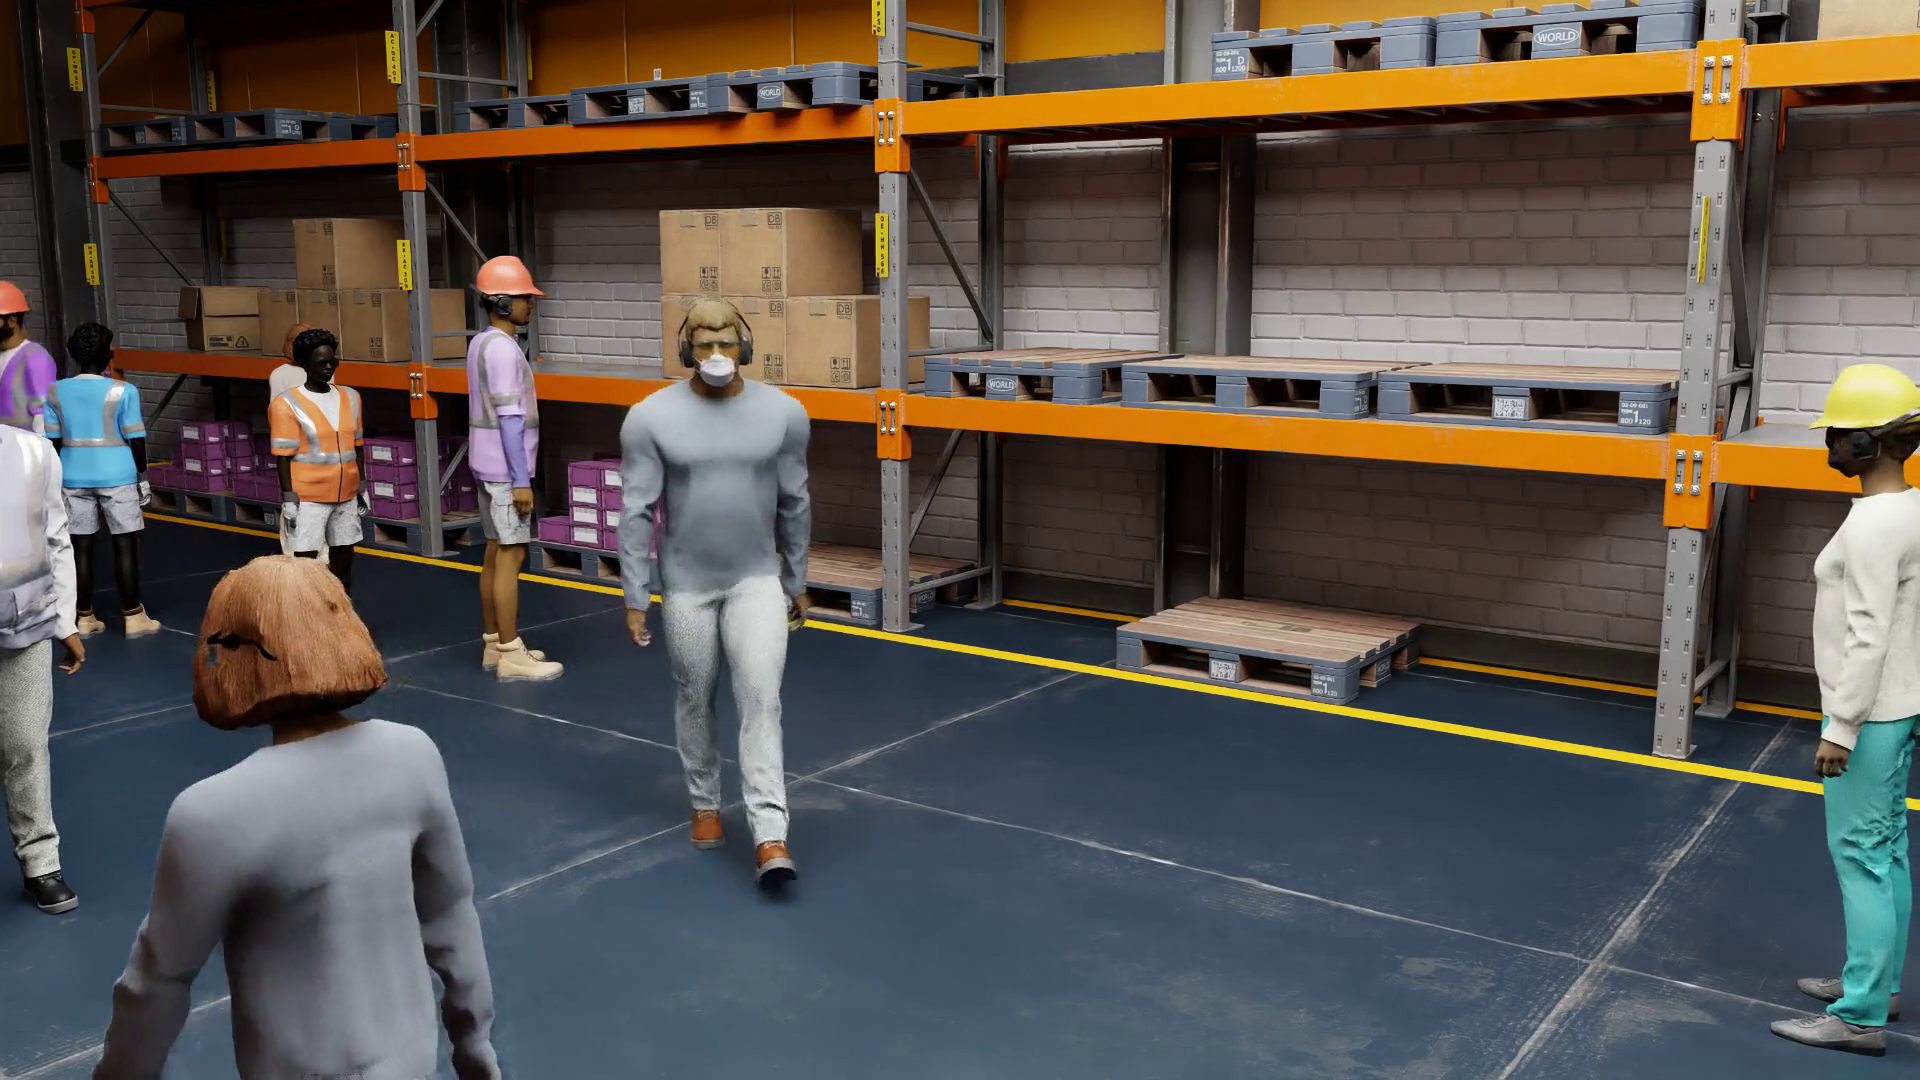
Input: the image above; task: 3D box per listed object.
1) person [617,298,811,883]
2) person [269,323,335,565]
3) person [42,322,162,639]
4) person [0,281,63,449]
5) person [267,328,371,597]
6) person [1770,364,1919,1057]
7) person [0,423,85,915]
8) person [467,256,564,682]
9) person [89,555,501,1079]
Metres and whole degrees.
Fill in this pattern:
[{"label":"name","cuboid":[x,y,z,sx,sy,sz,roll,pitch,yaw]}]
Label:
[{"label":"person","cuboid":[-0.783,0.174,5.439,0.646,1.892,0.952,-2,10,-11]},{"label":"person","cuboid":[-4.249,-0.594,10.826,0.284,1.625,0.492,5,11,27]},{"label":"person","cuboid":[-4.595,-0.309,8.900,0.541,1.695,0.316,0,10,0]},{"label":"person","cuboid":[-5.045,-0.426,8.942,0.563,1.916,0.425,7,12,34]},{"label":"person","cuboid":[-3.225,-0.222,8.419,0.322,1.690,0.537,6,11,31]},{"label":"person","cuboid":[2.305,0.433,4.285,0.328,1.765,0.532,8,12,38]},{"label":"person","cuboid":[-2.974,0.273,5.028,0.603,1.830,0.404,-9,13,-43]},{"label":"person","cuboid":[-2.175,-0.340,8.056,0.381,2.045,0.605,-5,11,-26]},{"label":"person","cuboid":[-1.003,0.818,2.513,0.865,1.586,0.512,3,10,18]}]
